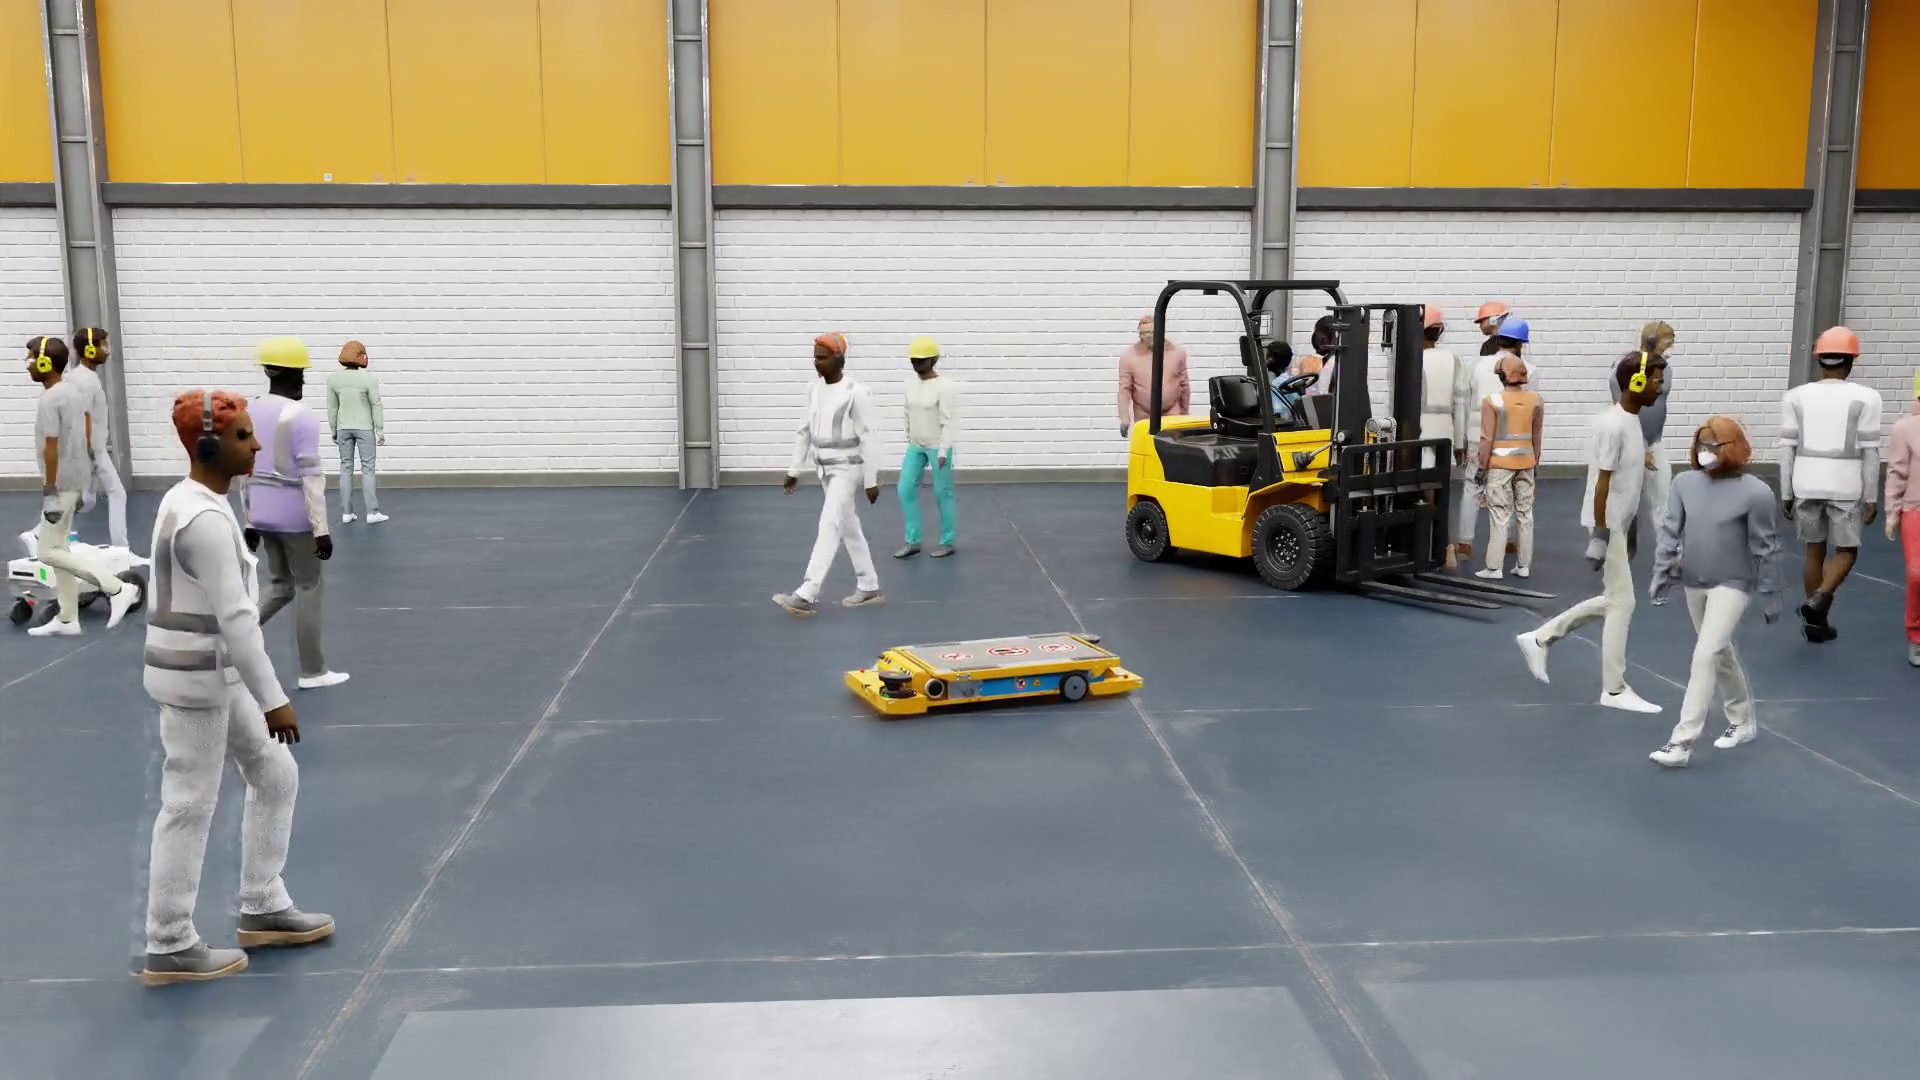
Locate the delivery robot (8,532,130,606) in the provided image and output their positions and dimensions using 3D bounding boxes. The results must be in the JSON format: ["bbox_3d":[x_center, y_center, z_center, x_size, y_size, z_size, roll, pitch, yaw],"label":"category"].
[{"bbox_3d":[-5.732,0.191,10.718,0.477,0.478,0.707,3,10,21],"label":"delivery robot"}]

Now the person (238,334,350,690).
[{"bbox_3d":[-3.584,-0.119,8.722,0.590,1.908,0.643,6,11,31],"label":"person"}]

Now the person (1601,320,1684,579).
[{"bbox_3d":[5.017,-0.646,12.104,0.629,1.874,1.013,-4,10,-26],"label":"person"}]

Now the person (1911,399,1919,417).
[{"bbox_3d":[6.583,-0.402,11.064,0.540,1.730,0.601,3,10,20],"label":"person"}]

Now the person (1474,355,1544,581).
[{"bbox_3d":[3.981,-0.516,12.064,0.514,1.638,0.309,-3,9,-16],"label":"person"}]

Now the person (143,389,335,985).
[{"bbox_3d":[-2.282,0.460,5.240,0.722,1.859,0.580,-4,10,-21],"label":"person"}]

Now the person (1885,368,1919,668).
[{"bbox_3d":[5.530,-0.145,9.420,0.547,1.712,0.440,4,10,21],"label":"person"}]

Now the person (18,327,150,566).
[{"bbox_3d":[-6.569,-0.670,12.422,0.816,1.838,0.502,-8,12,-39],"label":"person"}]

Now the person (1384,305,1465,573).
[{"bbox_3d":[3.467,-0.775,12.594,0.626,1.983,1.075,-5,10,-27],"label":"person"}]

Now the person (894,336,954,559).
[{"bbox_3d":[-0.278,-0.707,12.906,0.555,1.740,0.656,7,12,38],"label":"person"}]

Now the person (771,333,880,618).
[{"bbox_3d":[-0.874,-0.419,10.851,0.975,1.825,0.582,-7,11,-37],"label":"person"}]

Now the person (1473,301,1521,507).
[{"bbox_3d":[5.048,-1.286,15.884,0.687,1.956,0.637,-2,9,-10],"label":"person"}]

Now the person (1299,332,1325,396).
[{"bbox_3d":[3.617,-1.296,16.803,0.318,1.690,0.531,-5,10,-27],"label":"person"}]

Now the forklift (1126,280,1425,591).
[{"bbox_3d":[2.301,-0.860,12.475,1.214,2.155,2.313,-6,11,-35],"label":"forklift"}]

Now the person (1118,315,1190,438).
[{"bbox_3d":[1.786,-1.140,15.318,0.668,1.848,0.811,1,9,4],"label":"person"}]

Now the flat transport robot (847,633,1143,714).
[{"bbox_3d":[0.183,0.688,8.774,1.431,0.197,0.652,-3,10,-21],"label":"flat transport robot"}]

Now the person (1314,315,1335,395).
[{"bbox_3d":[2.981,-0.912,13.814,0.852,1.877,0.579,2,9,13],"label":"person"}]

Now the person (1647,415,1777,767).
[{"bbox_3d":[3.439,0.222,7.598,0.852,1.582,0.492,-5,10,-27],"label":"person"}]

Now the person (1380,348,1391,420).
[{"bbox_3d":[4.401,-1.360,16.524,0.513,1.908,0.637,-4,10,-23],"label":"person"}]

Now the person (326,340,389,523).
[{"bbox_3d":[-5.405,-0.967,14.905,0.507,1.631,0.264,1,9,7],"label":"person"}]

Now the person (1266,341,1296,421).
[{"bbox_3d":[2.803,-0.872,14.223,0.774,1.662,0.536,2,9,13],"label":"person"}]

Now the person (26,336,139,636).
[{"bbox_3d":[-5.416,-0.314,10.125,0.580,1.851,0.537,-2,9,-12],"label":"person"}]

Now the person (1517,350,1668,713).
[{"bbox_3d":[3.292,-0.061,8.596,0.690,1.844,0.581,5,10,29],"label":"person"}]

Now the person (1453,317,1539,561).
[{"bbox_3d":[4.165,-0.781,12.972,0.620,1.896,0.748,6,11,33],"label":"person"}]

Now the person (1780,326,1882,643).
[{"bbox_3d":[5.117,-0.301,9.847,0.568,1.915,0.652,9,13,43],"label":"person"}]
